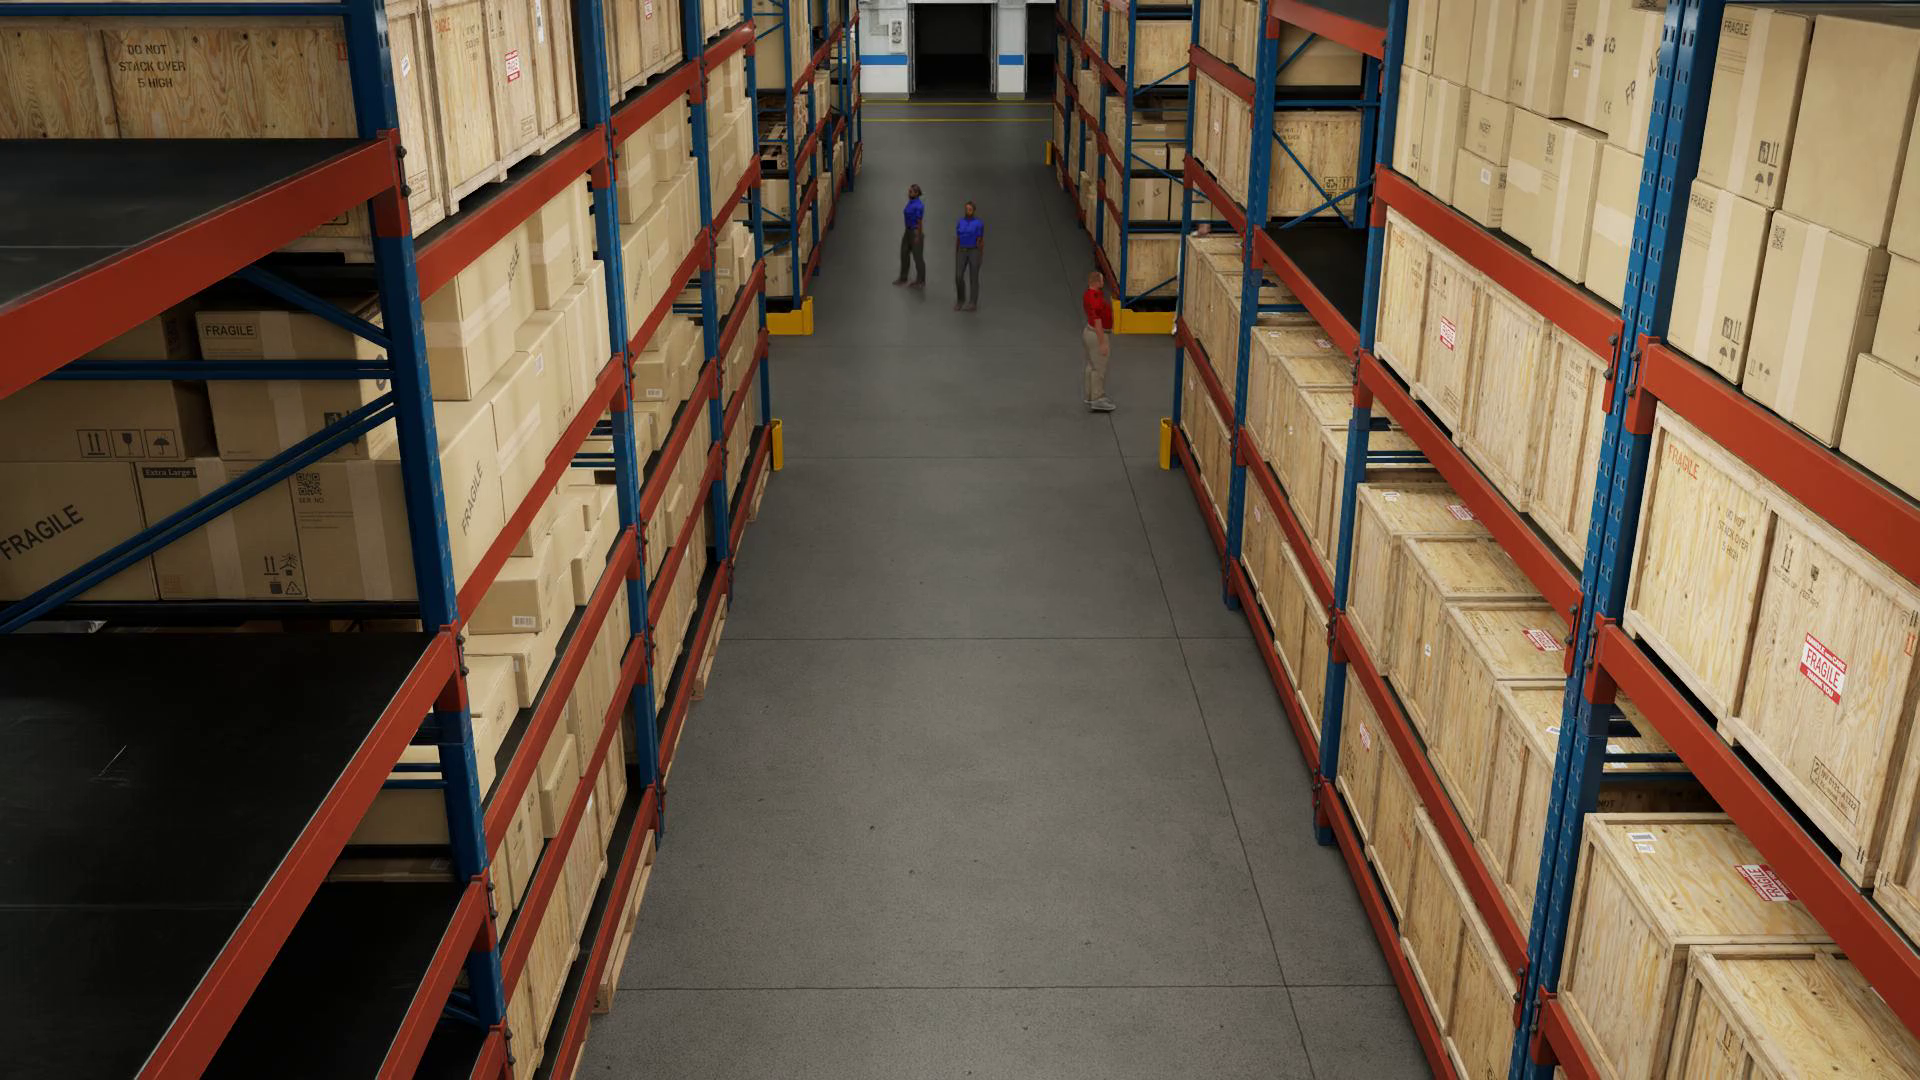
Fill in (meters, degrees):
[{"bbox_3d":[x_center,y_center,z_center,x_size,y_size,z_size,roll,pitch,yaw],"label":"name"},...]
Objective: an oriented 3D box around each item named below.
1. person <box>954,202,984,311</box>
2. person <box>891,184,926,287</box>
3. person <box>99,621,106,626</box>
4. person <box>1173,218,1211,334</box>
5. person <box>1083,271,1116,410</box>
[{"bbox_3d":[0.134,-4.393,25.816,0.453,1.687,0.398,6,22,16],"label":"person"},{"bbox_3d":[-0.837,-4.985,27.279,0.547,1.656,0.459,-13,25,-29],"label":"person"},{"bbox_3d":[-6.238,0.907,12.316,0.422,1.663,0.535,-9,23,-22],"label":"person"},{"bbox_3d":[3.465,-3.822,24.180,0.759,1.746,0.777,-11,24,-25],"label":"person"},{"bbox_3d":[1.757,-2.518,20.886,0.408,1.733,0.549,-3,22,-8],"label":"person"}]
